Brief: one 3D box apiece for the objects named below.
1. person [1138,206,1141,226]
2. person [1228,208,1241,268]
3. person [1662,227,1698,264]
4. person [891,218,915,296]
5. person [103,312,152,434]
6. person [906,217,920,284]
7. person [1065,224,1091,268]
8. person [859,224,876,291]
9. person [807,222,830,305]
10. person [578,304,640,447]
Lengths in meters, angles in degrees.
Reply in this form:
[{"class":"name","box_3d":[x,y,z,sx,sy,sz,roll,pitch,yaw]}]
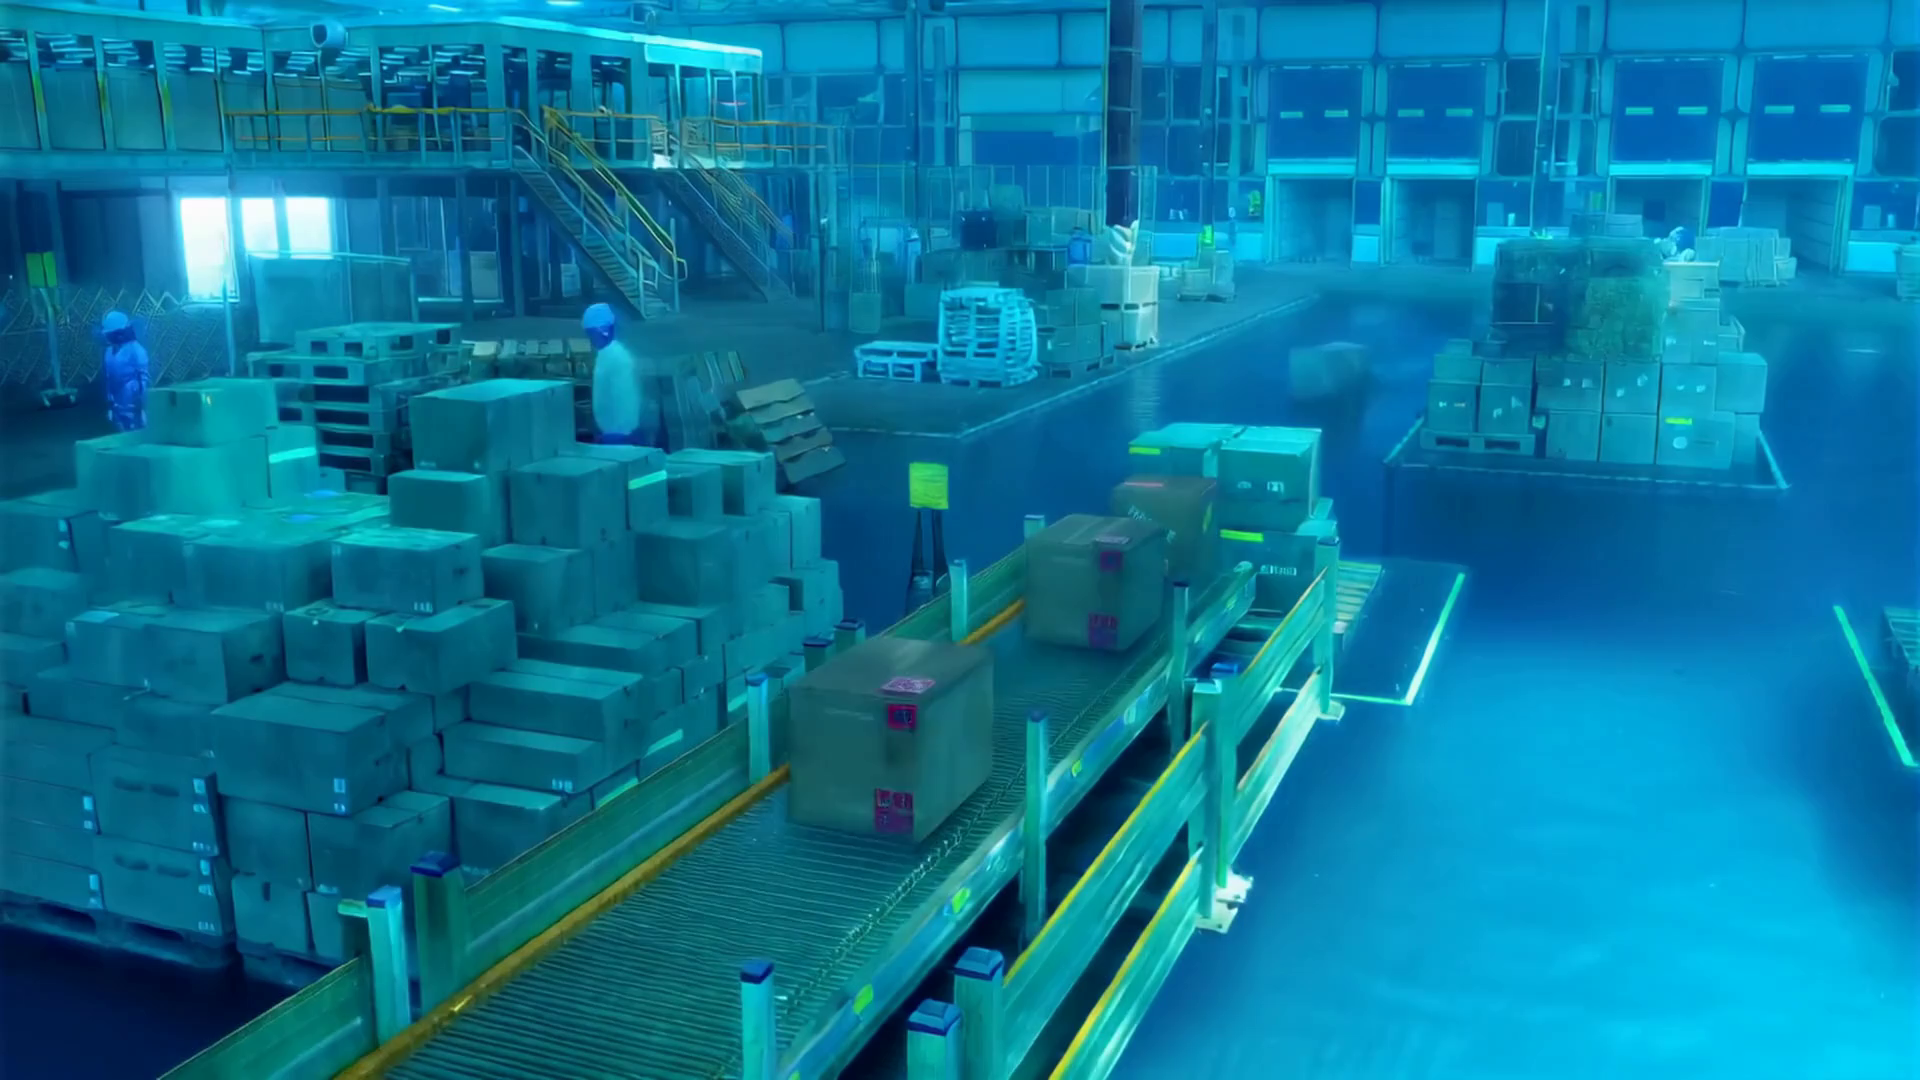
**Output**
[{"class":"person","box_3d":[5.383,-9.427,51.676,0.629,1.894,0.885,11,17,42]},{"class":"person","box_3d":[8.308,-9.326,51.378,0.893,1.829,0.541,4,13,16]},{"class":"person","box_3d":[12.300,-4.375,28.711,0.535,2.000,0.674,-7,14,-27]},{"class":"person","box_3d":[-1.346,-6.867,40.310,0.586,1.862,0.796,5,13,21]},{"class":"person","box_3d":[-7.641,-1.223,15.266,0.484,1.735,0.309,5,13,19]},{"class":"person","box_3d":[-1.270,-6.949,40.652,0.587,1.874,0.379,-3,13,-14]},{"class":"person","box_3d":[2.376,-5.428,33.682,0.543,1.931,0.371,-2,13,-9]},{"class":"person","box_3d":[-1.874,-5.459,33.873,0.397,1.911,0.587,1,13,3]},{"class":"person","box_3d":[-3.168,-6.194,37.313,0.515,1.843,0.333,4,13,18]},{"class":"person","box_3d":[-2.748,-0.880,13.192,0.614,1.961,0.752,-7,14,-29]}]
